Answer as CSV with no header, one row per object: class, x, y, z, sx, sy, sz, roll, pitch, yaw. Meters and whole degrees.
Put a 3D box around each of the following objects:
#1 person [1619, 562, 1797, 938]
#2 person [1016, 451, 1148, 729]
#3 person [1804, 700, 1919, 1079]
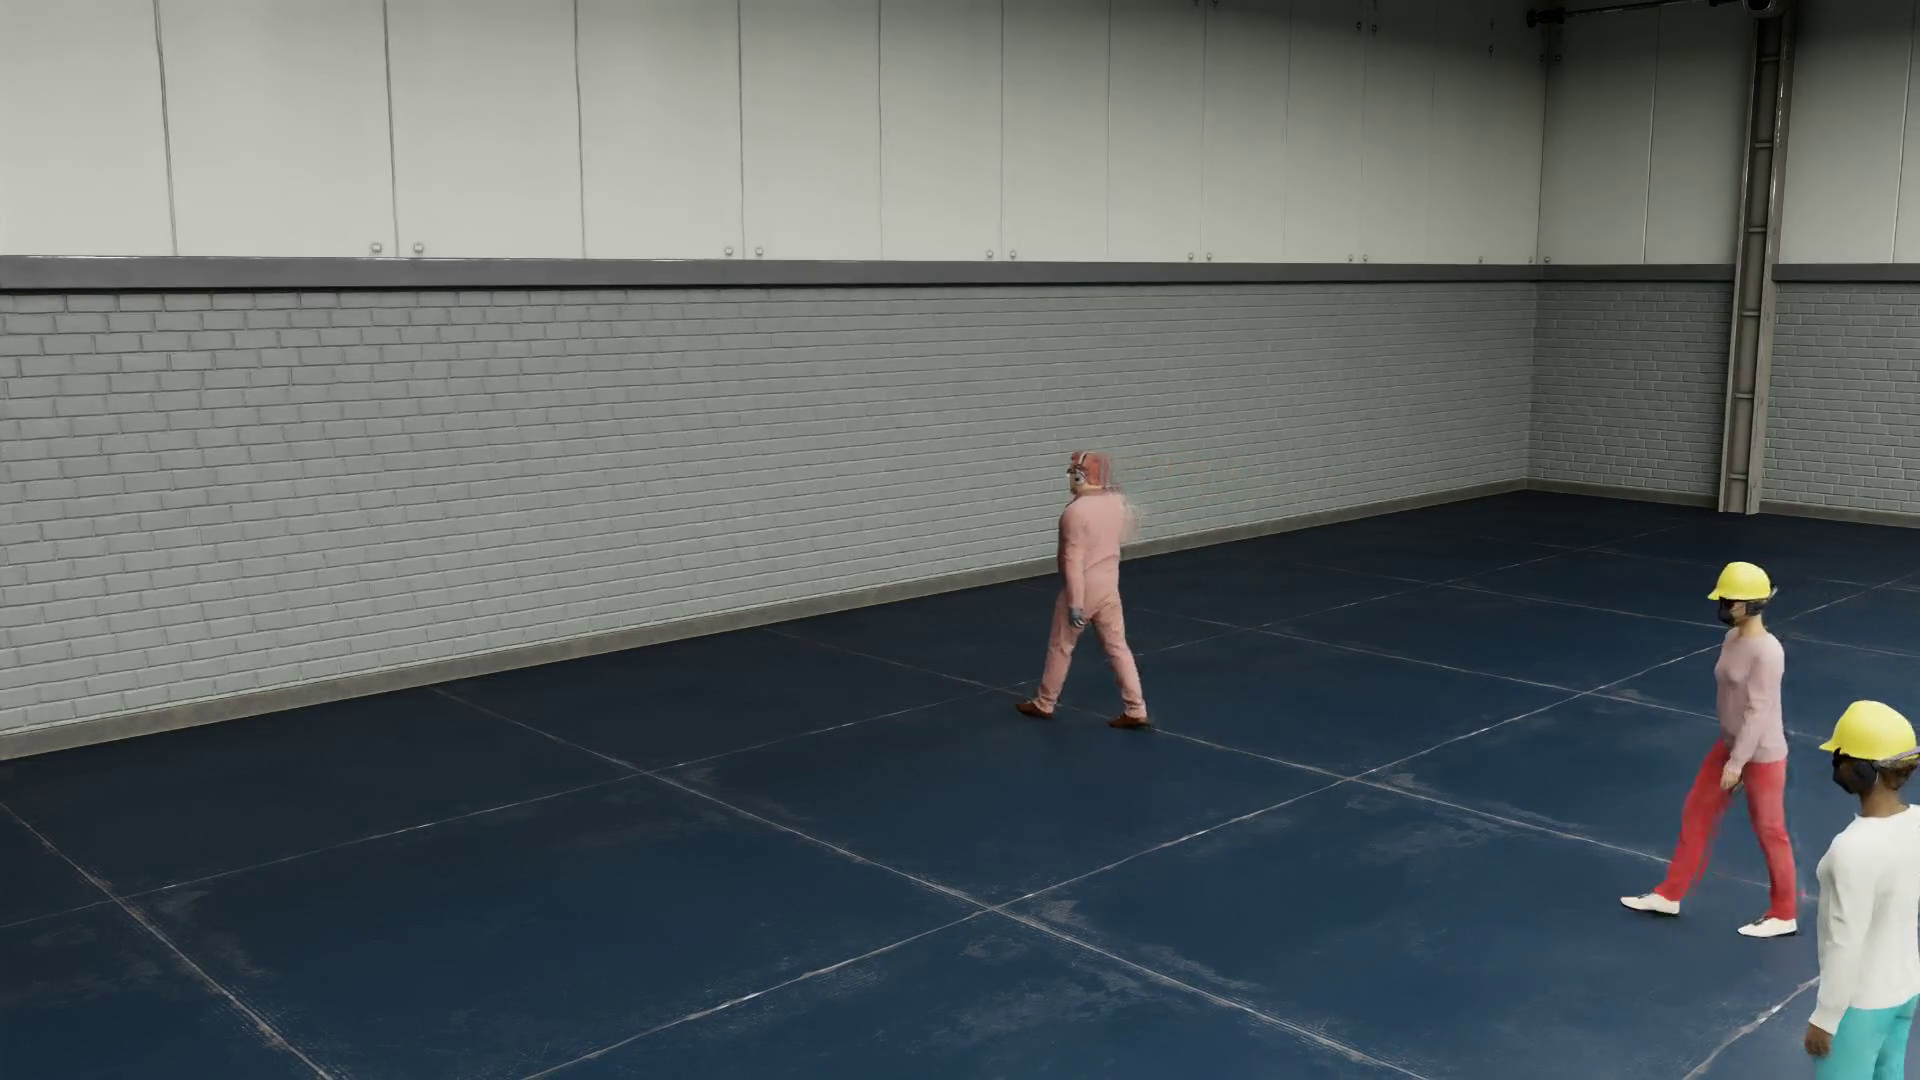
person,3.459,0.965,7.558,0.839,1.731,0.533,0,9,2
person,0.859,0.332,11.089,0.989,1.858,0.662,8,12,40
person,2.708,1.353,5.026,0.534,1.766,0.327,-7,12,-38
